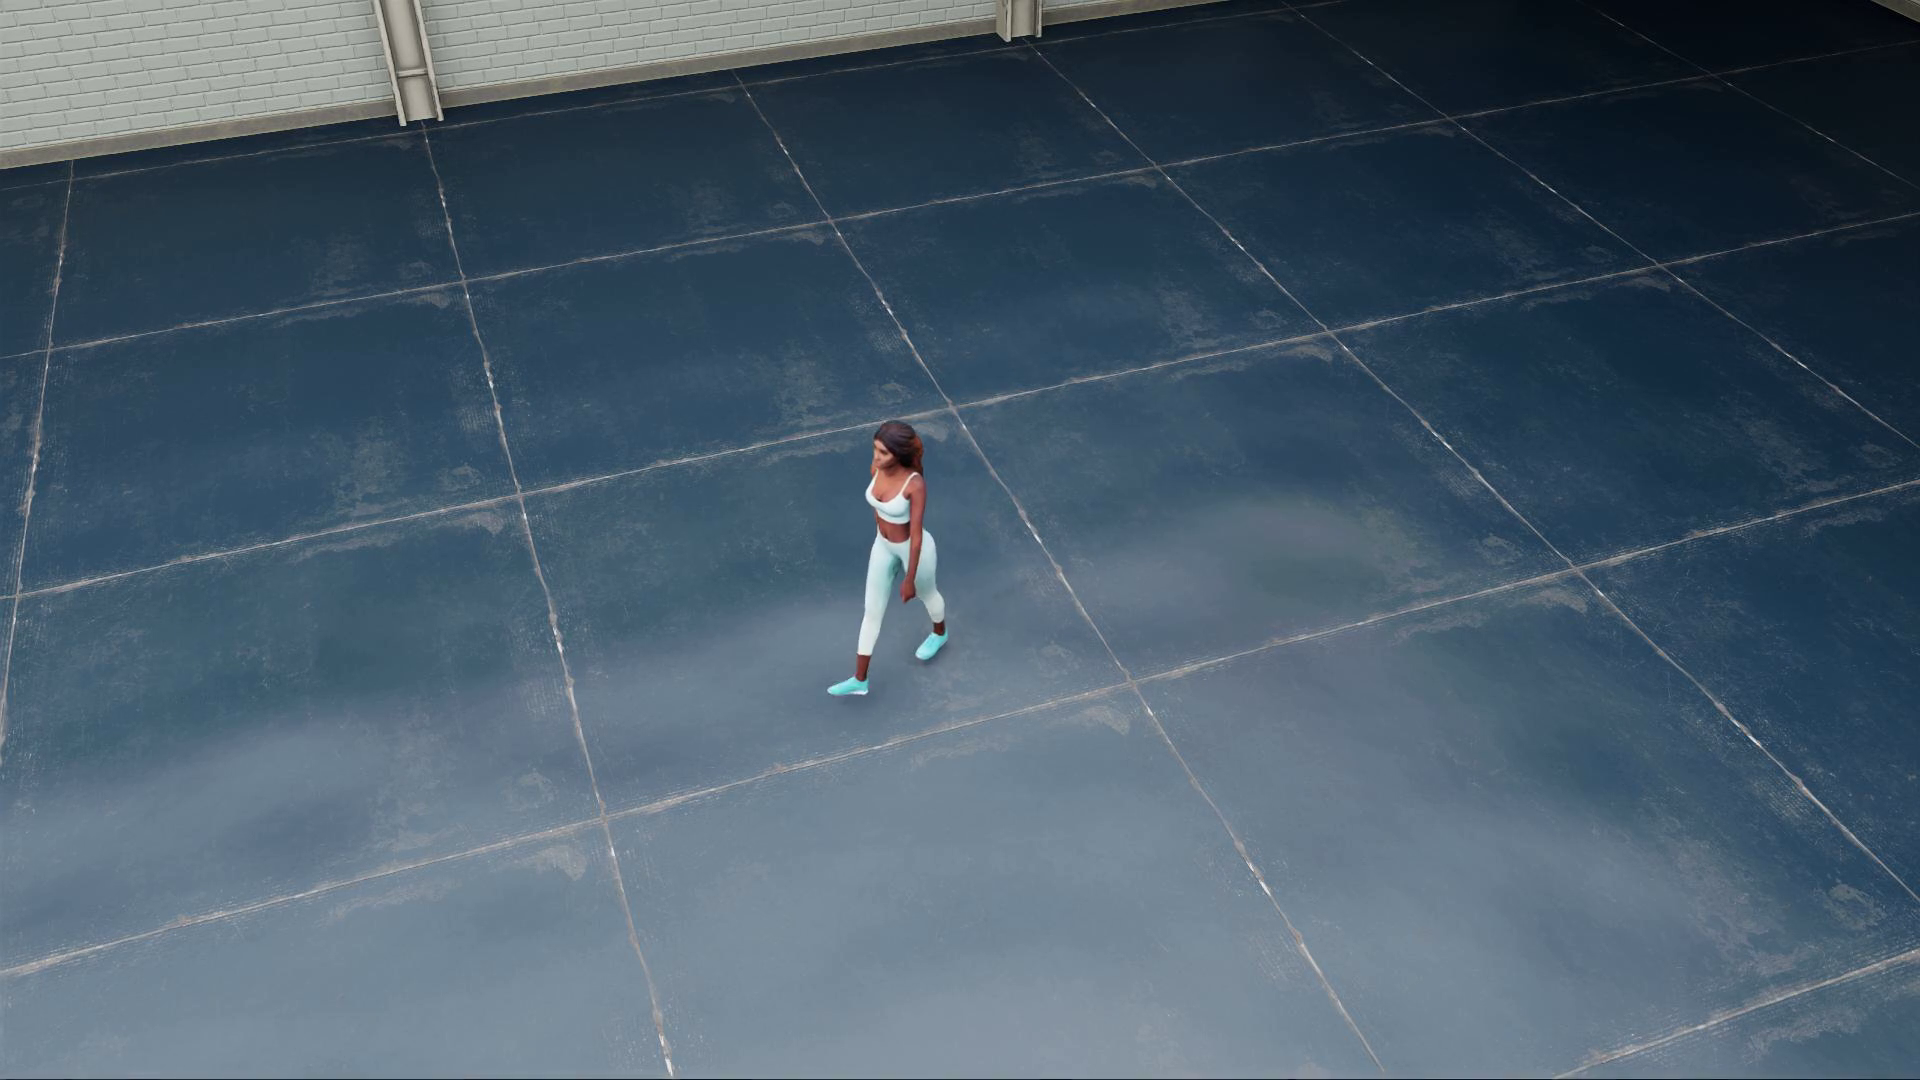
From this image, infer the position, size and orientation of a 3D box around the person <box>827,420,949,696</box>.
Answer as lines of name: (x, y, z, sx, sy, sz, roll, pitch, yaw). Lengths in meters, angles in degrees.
person: (-0.249, 0.063, 9.020, 0.909, 1.676, 1.172, 30, 47, 33)
